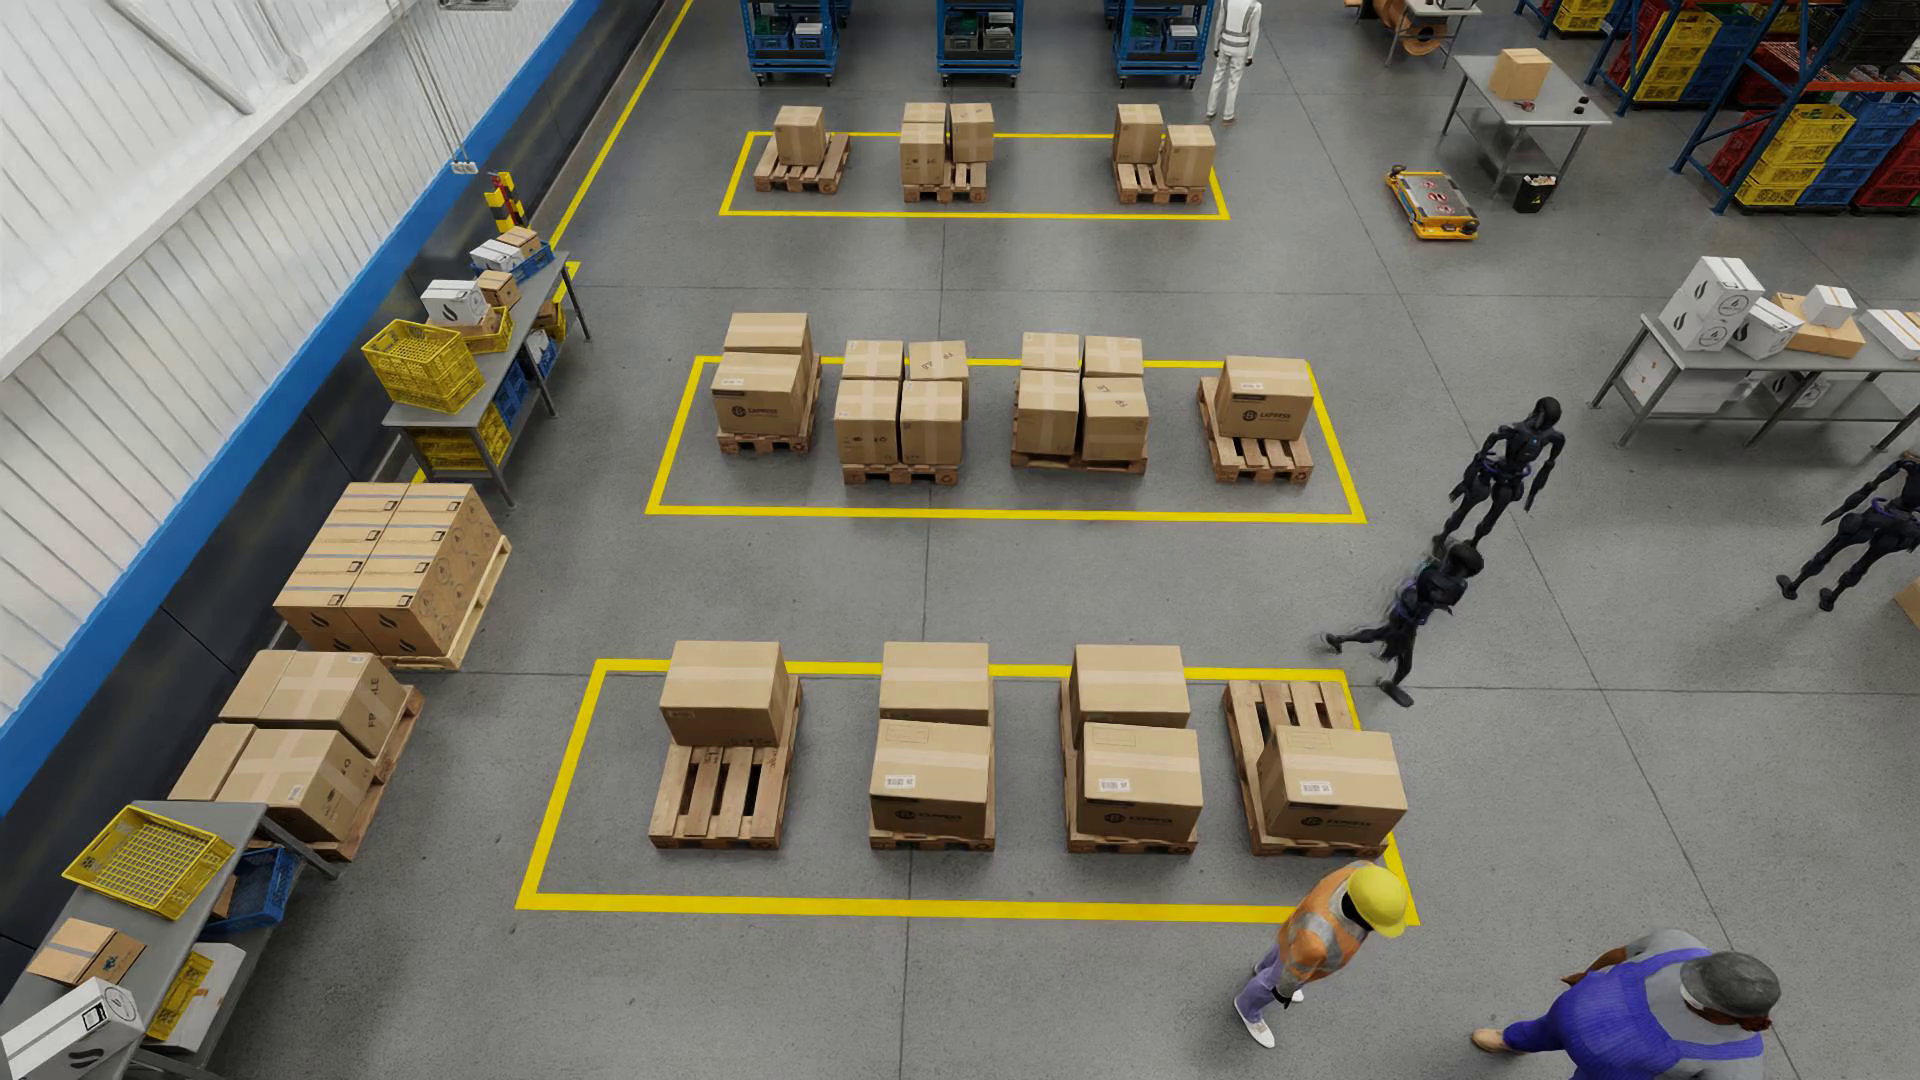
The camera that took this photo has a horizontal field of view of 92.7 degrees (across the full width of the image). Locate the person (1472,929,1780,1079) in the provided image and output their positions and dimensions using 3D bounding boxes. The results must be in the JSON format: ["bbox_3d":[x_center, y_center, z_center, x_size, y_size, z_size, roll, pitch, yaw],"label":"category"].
[{"bbox_3d":[3.078,2.355,4.324,0.537,2.000,0.681,-2,49,-2],"label":"person"}]

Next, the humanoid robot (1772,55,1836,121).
[{"bbox_3d":[10.294,-5.379,11.258,0.579,1.655,0.333,-22,53,-18],"label":"humanoid robot"}]

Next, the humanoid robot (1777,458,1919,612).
[{"bbox_3d":[6.772,-0.122,6.704,0.571,1.652,0.313,20,52,17],"label":"humanoid robot"}]

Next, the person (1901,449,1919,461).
[{"bbox_3d":[8.726,-1.246,7.473,0.389,1.991,0.610,4,49,4],"label":"person"}]

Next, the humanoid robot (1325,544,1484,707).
[{"bbox_3d":[3.009,0.469,6.219,0.705,1.636,0.639,29,55,23],"label":"humanoid robot"}]

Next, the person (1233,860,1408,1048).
[{"bbox_3d":[1.803,2.077,4.640,0.375,1.922,0.592,36,58,27],"label":"person"}]

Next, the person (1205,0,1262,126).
[{"bbox_3d":[3.596,-6.436,12.036,0.573,1.884,0.356,30,56,23],"label":"person"}]

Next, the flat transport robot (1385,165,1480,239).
[{"bbox_3d":[5.692,-4.094,11.059,0.652,0.197,1.431,1,49,1],"label":"flat transport robot"}]

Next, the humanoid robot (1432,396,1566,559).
[{"bbox_3d":[4.100,-0.430,6.969,0.581,1.653,0.318,8,50,7],"label":"humanoid robot"}]
